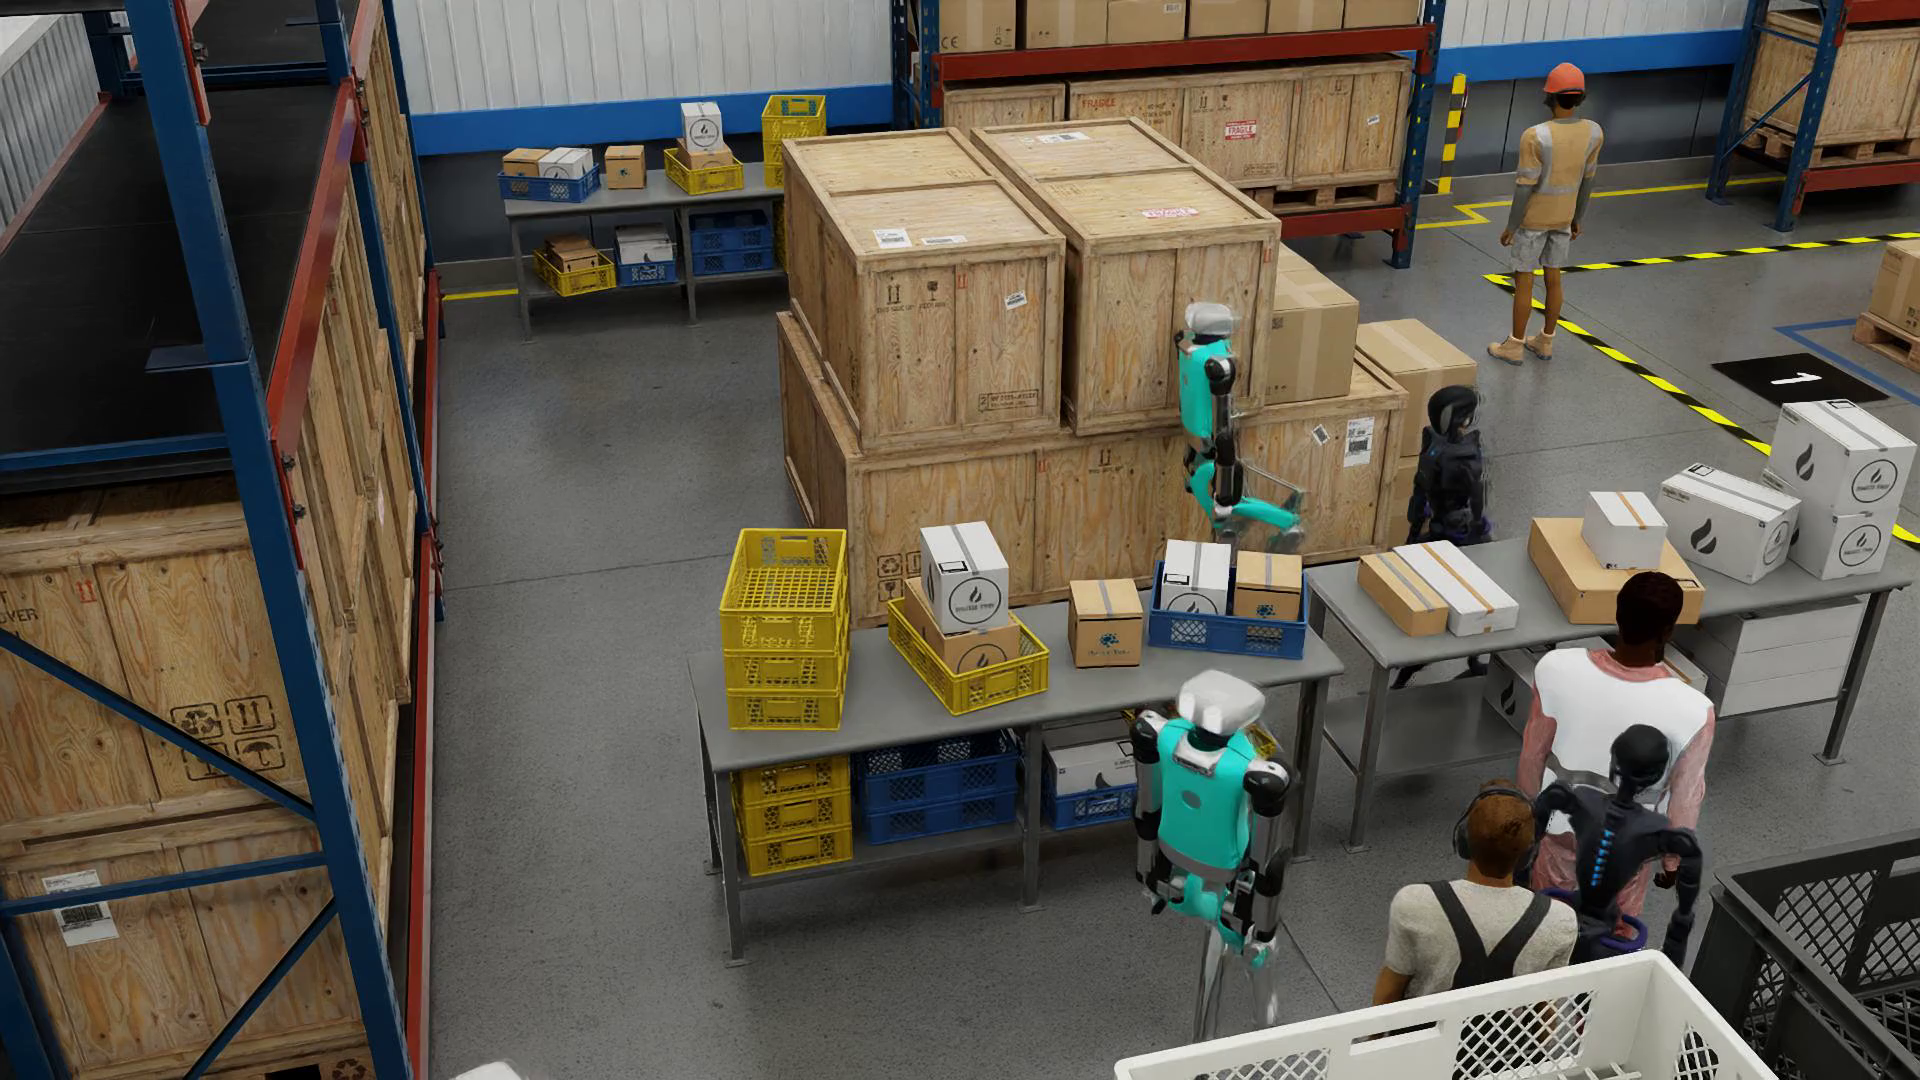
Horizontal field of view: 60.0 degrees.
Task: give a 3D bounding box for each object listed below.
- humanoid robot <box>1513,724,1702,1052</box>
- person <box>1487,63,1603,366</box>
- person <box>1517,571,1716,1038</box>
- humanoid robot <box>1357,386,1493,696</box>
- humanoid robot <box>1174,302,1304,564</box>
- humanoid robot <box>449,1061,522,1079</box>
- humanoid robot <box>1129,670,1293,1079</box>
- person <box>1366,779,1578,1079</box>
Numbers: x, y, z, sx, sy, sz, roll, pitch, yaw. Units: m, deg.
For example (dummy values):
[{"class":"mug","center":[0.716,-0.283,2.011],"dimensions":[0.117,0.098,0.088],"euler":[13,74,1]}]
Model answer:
[{"class":"humanoid robot","center":[1.967,1.311,5.276],"dimensions":[0.616,1.646,0.389],"euler":[18,34,29]},{"class":"person","center":[3.941,-2.184,11.246],"dimensions":[0.614,2.039,0.378],"euler":[-10,30,-17]},{"class":"person","center":[2.164,0.973,5.648],"dimensions":[0.587,1.913,0.391],"euler":[20,35,32]},{"class":"humanoid robot","center":[2.229,0.046,7.612],"dimensions":[0.803,1.626,0.584],"euler":[-8,30,-14]},{"class":"humanoid robot","center":[1.345,-0.332,8.190],"dimensions":[0.957,1.750,0.545],"euler":[-7,30,-12]},{"class":"humanoid robot","center":[-0.833,1.933,4.188],"dimensions":[0.547,1.876,0.812],"euler":[26,38,38]},{"class":"humanoid robot","center":[0.928,1.144,5.619],"dimensions":[0.541,1.875,0.840],"euler":[20,34,31]},{"class":"person","center":[1.432,1.477,4.816],"dimensions":[0.508,1.836,0.353],"euler":[2,29,4]}]
